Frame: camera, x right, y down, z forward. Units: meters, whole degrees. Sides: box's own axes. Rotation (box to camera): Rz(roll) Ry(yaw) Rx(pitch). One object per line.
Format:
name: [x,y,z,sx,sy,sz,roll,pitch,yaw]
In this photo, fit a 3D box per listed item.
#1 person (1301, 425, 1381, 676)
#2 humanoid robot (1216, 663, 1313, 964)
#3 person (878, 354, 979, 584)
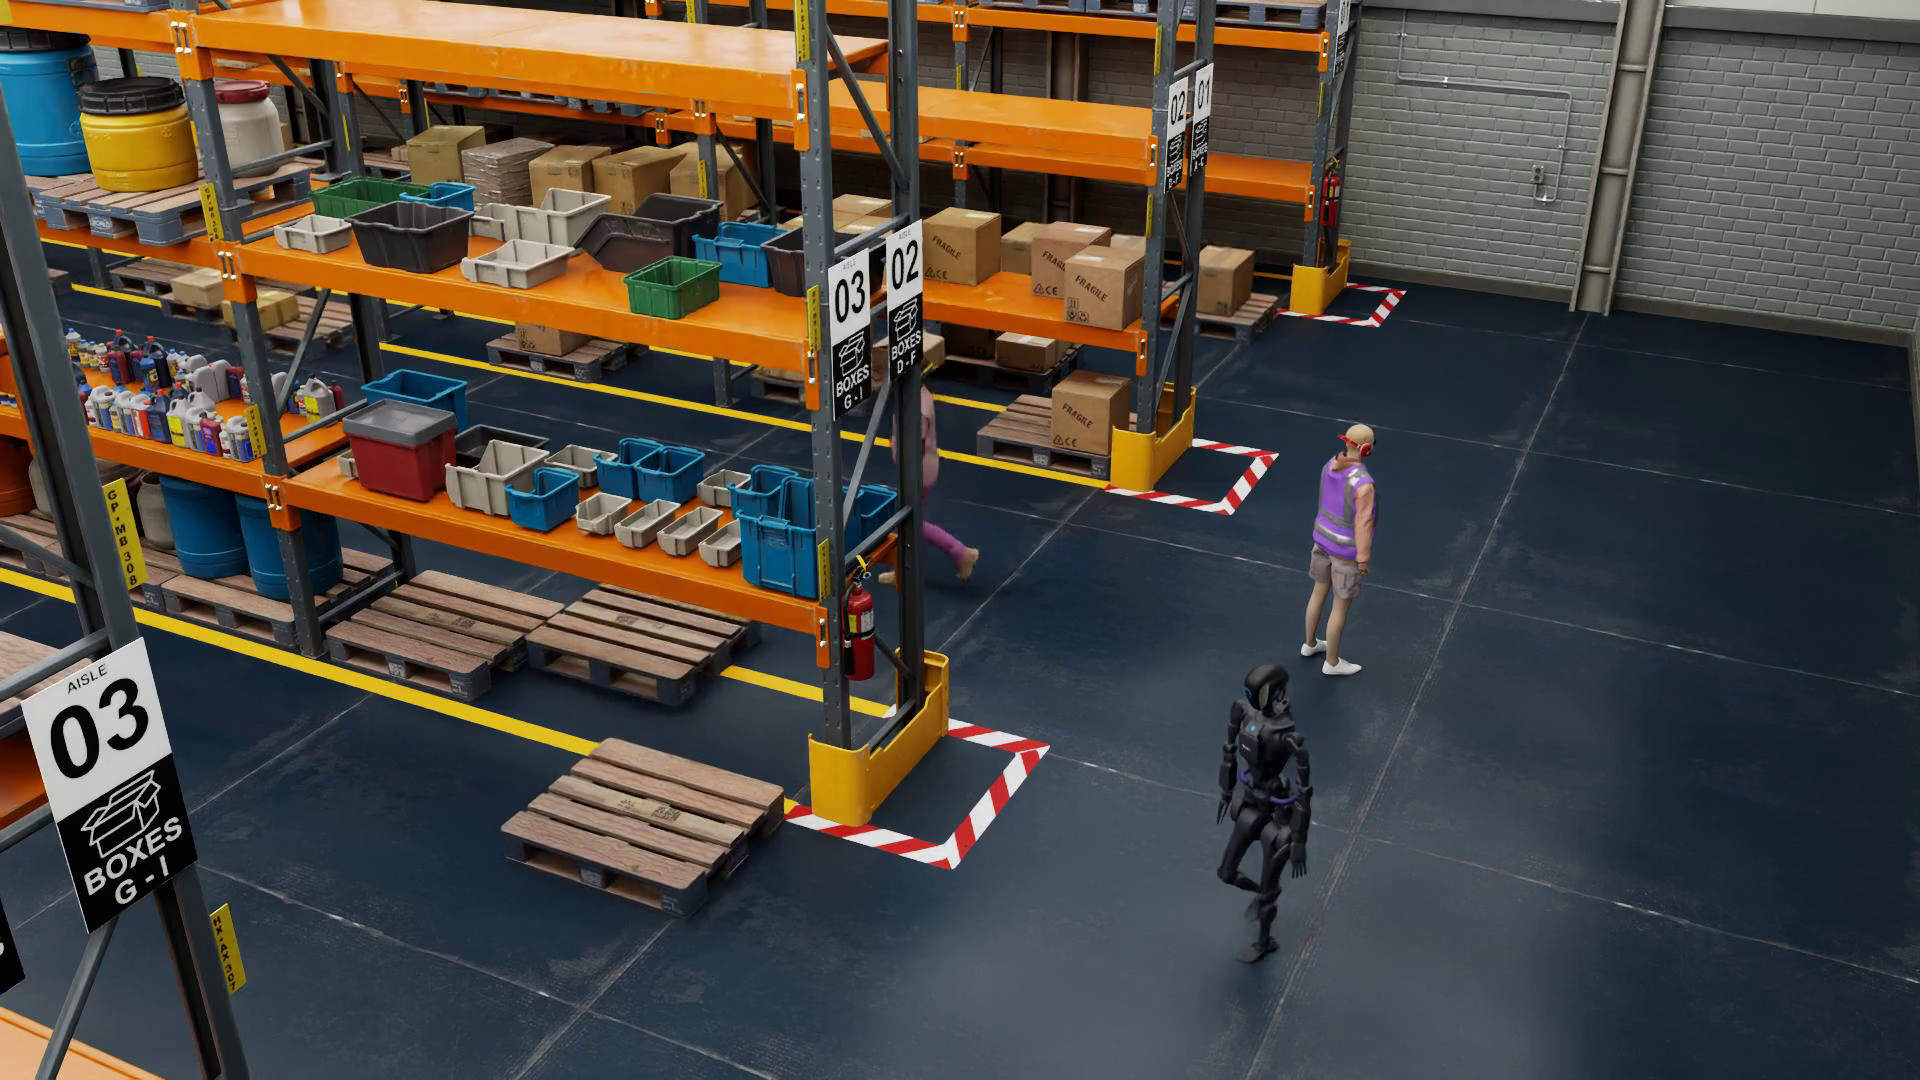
person: [2.430,0.059,10.587,0.349,1.688,0.489,-11,28,-21]
humanoid robot: [1.527,1.311,8.069,0.407,1.645,0.612,-17,31,-30]
person: [-0.234,-0.471,11.547,0.635,1.787,0.514,0,26,-1]
